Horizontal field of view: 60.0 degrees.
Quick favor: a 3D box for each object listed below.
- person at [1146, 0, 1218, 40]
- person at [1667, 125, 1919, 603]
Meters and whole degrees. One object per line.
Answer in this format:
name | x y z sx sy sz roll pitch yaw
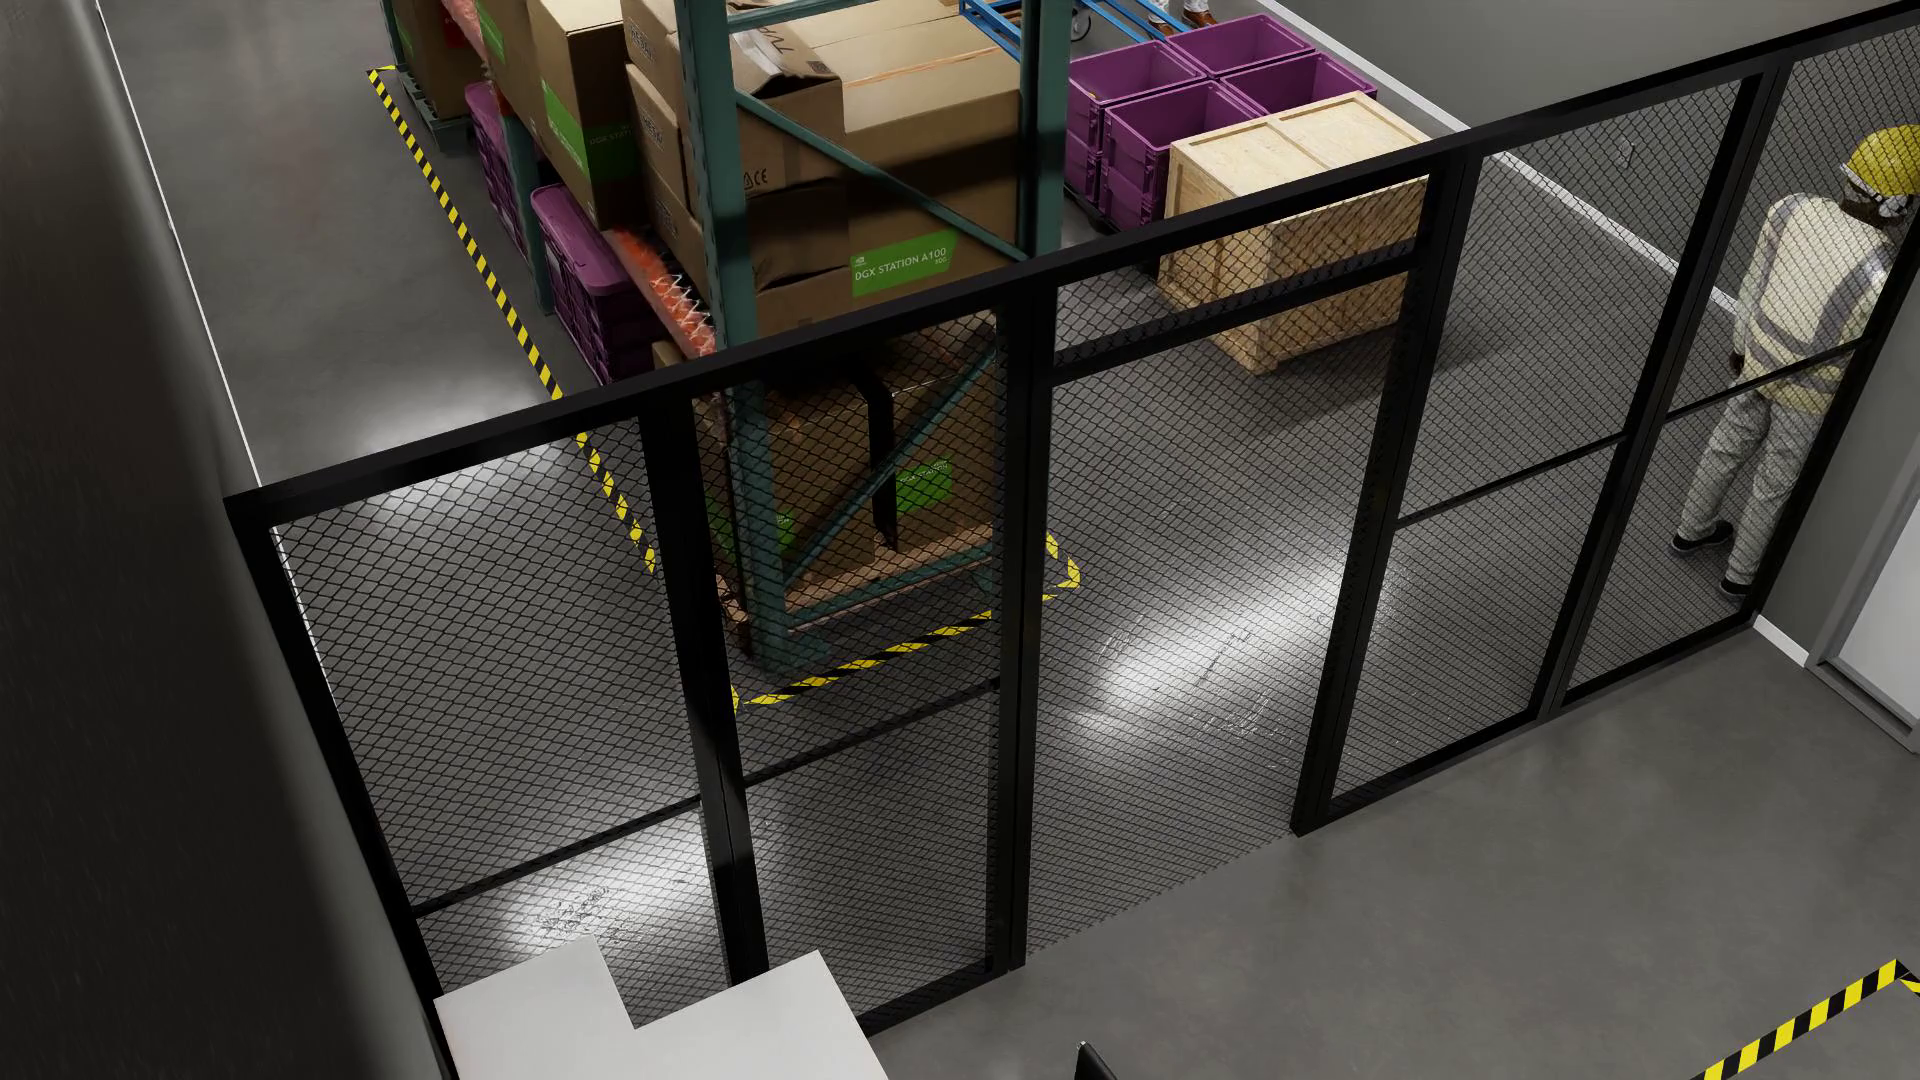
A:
person | 1.276 -3.622 8.907 0.637 1.938 0.357 -22 47 -22
person | 2.863 -0.569 5.645 0.404 1.831 0.600 -15 44 -15
